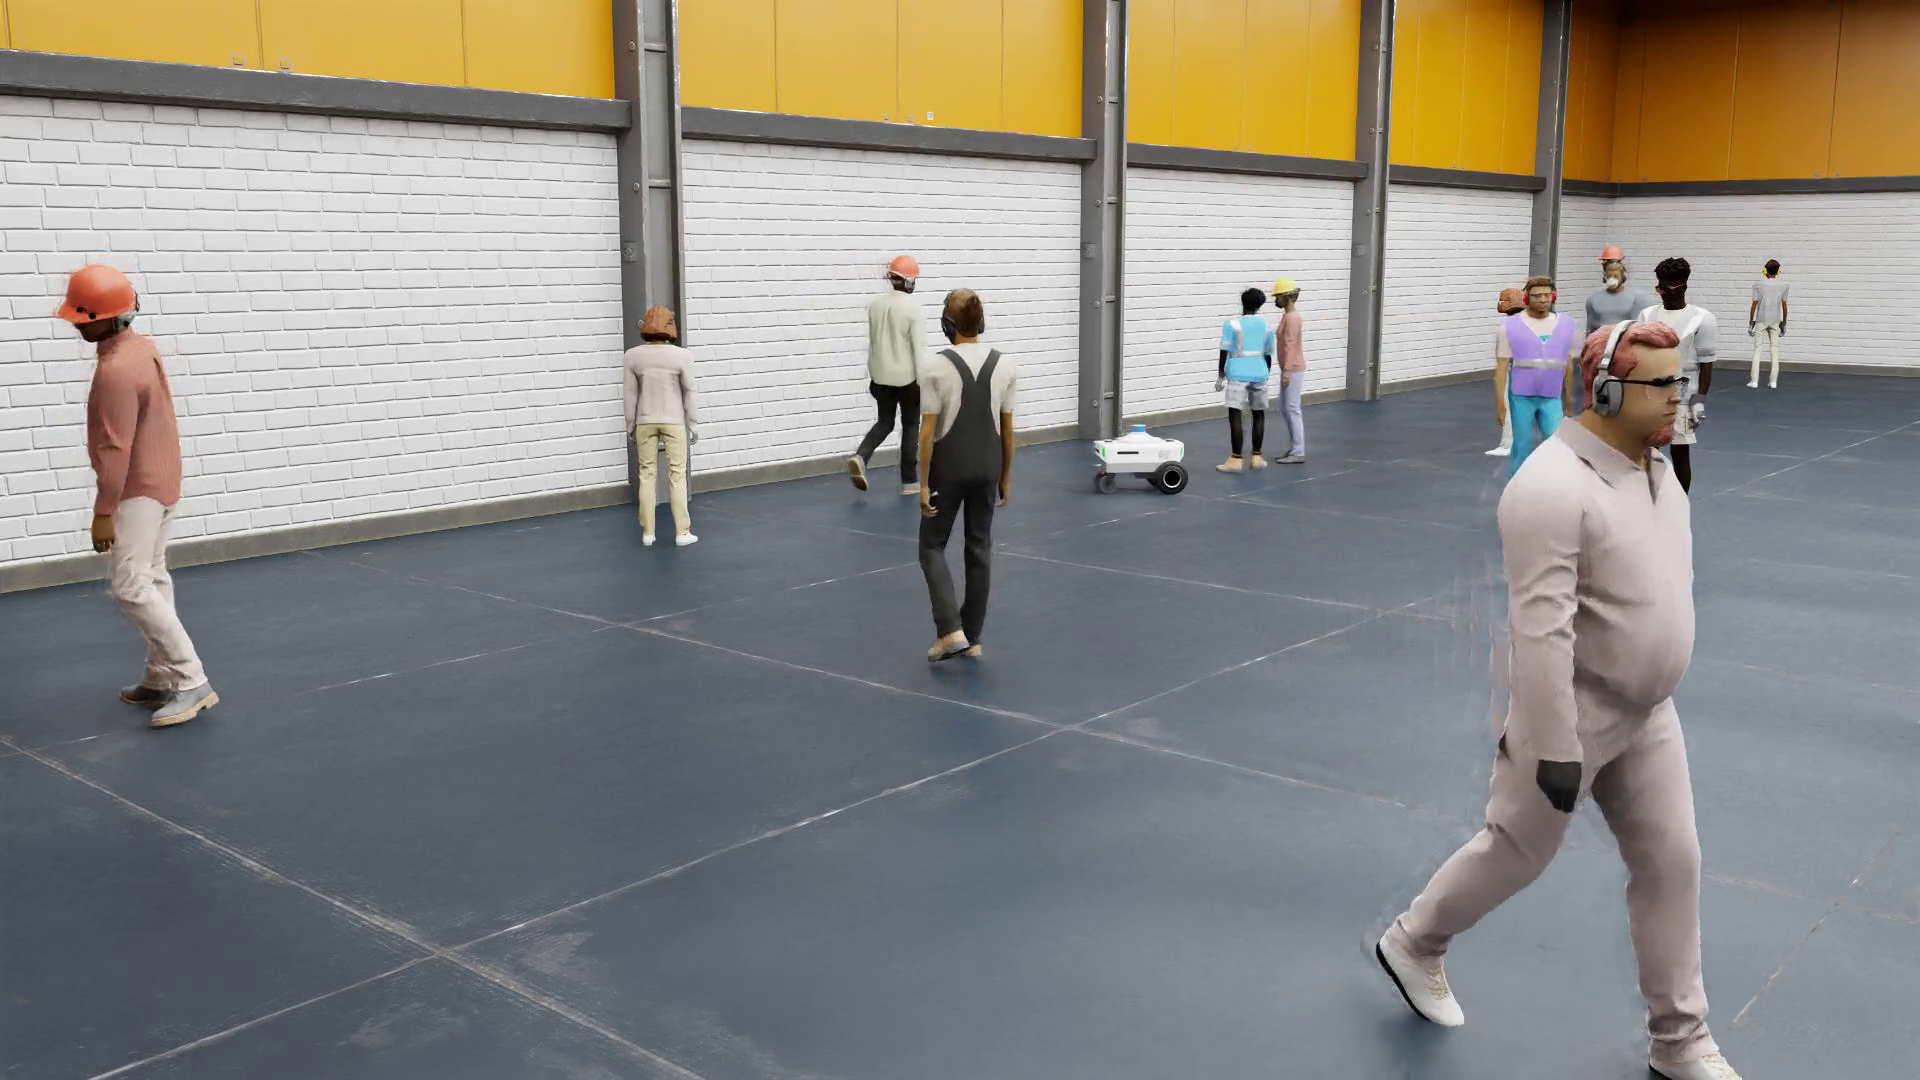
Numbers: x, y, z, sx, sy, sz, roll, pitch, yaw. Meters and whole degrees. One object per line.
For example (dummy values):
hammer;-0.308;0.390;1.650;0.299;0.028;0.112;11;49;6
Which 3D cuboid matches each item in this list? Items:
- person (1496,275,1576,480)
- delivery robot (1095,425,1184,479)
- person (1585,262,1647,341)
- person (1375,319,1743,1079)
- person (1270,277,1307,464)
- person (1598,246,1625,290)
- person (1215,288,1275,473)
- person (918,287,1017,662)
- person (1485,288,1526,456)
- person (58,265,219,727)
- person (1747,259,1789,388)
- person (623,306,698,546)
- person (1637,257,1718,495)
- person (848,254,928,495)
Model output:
person;4.218;-1.023;12.208;0.591;1.826;0.459;0;10;0
delivery robot;1.486;-0.717;13.822;0.707;0.478;0.477;-1;10;-5
person;6.745;-1.924;17.205;0.627;1.884;1.045;7;12;34
person;1.490;0.391;4.074;0.656;1.868;0.964;-8;13;-39
person;3.081;-1.586;15.641;0.356;1.751;0.586;1;10;7
person;8.904;-2.995;22.821;0.381;2.045;0.605;3;10;18
person;2.604;-1.448;15.095;0.593;1.662;0.379;-4;11;-21
person;0.024;-0.296;8.048;0.516;1.839;0.480;-4;11;-19
person;5.358;-1.639;16.271;0.280;1.633;0.503;7;12;37
person;-3.490;-0.188;7.127;0.458;1.952;0.705;-3;10;-15
person;11.727;-3.133;24.143;0.516;1.861;0.317;2;10;13
person;-2.032;-0.771;11.330;0.507;1.631;0.270;1;10;4
person;5.002;-1.012;11.776;0.380;1.958;0.603;-8;13;-37
person;-0.556;-1.321;13.487;0.631;1.973;0.727;7;12;35
